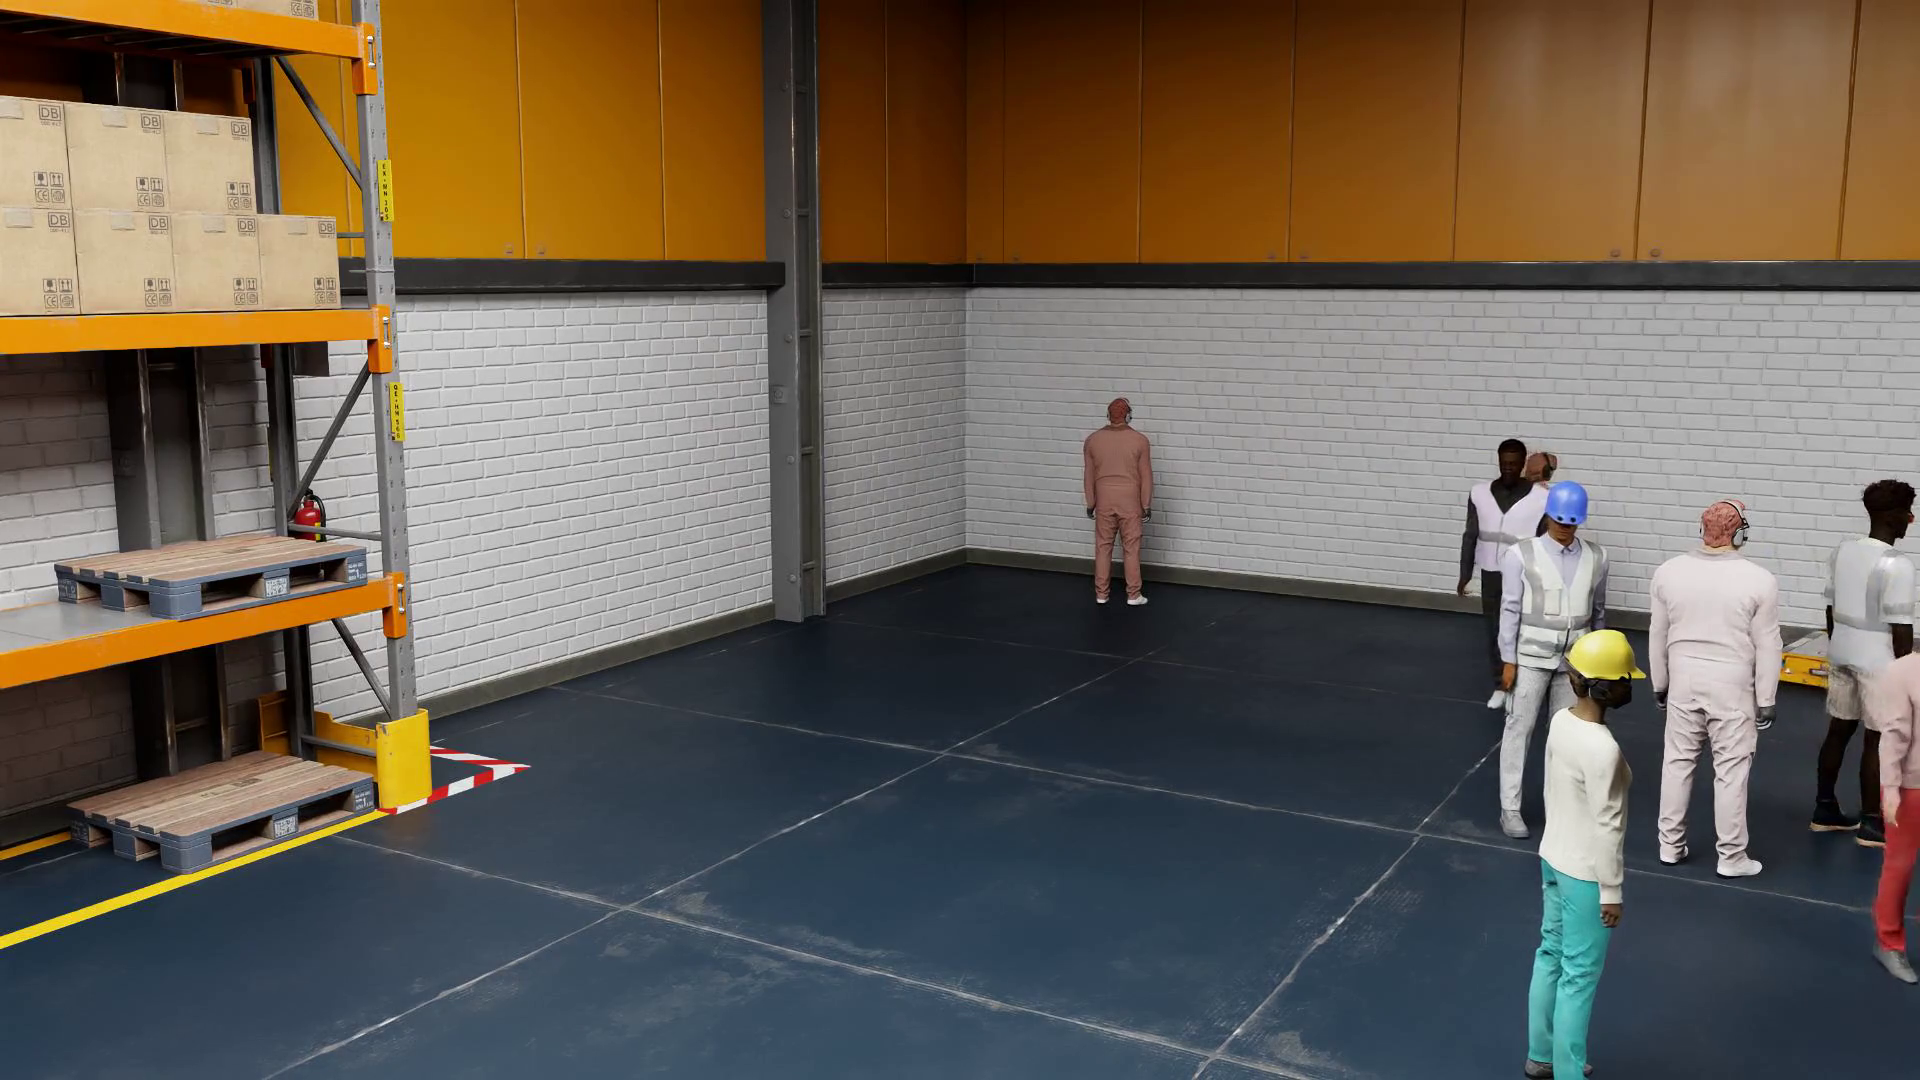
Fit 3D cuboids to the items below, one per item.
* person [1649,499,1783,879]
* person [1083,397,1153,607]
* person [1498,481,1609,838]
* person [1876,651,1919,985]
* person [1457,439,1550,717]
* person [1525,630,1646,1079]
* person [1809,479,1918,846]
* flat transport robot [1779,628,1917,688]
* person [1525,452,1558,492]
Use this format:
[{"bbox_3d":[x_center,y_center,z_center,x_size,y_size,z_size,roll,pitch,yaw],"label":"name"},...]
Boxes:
[{"bbox_3d":[3.811,0.743,8.397,0.406,1.910,0.639,-9,13,-43],"label":"person"},{"bbox_3d":[1.455,-0.344,15.182,0.638,1.910,0.407,3,10,20],"label":"person"},{"bbox_3d":[3.192,0.639,8.956,0.605,1.937,0.412,-1,9,-7],"label":"person"},{"bbox_3d":[4.109,1.051,6.976,0.545,1.749,0.561,0,9,-1],"label":"person"},{"bbox_3d":[3.741,0.253,11.455,0.586,1.900,0.657,7,11,37],"label":"person"},{"bbox_3d":[2.278,1.192,6.038,0.311,1.768,0.532,0,9,-1],"label":"person"},{"bbox_3d":[4.846,0.653,8.870,0.508,1.964,0.660,-1,9,-9],"label":"person"},{"bbox_3d":[6.680,0.893,12.556,0.652,0.197,1.431,9,12,43],"label":"flat transport robot"},{"bbox_3d":[4.526,0.127,13.086,0.309,1.639,0.532,-5,10,-26],"label":"person"}]
